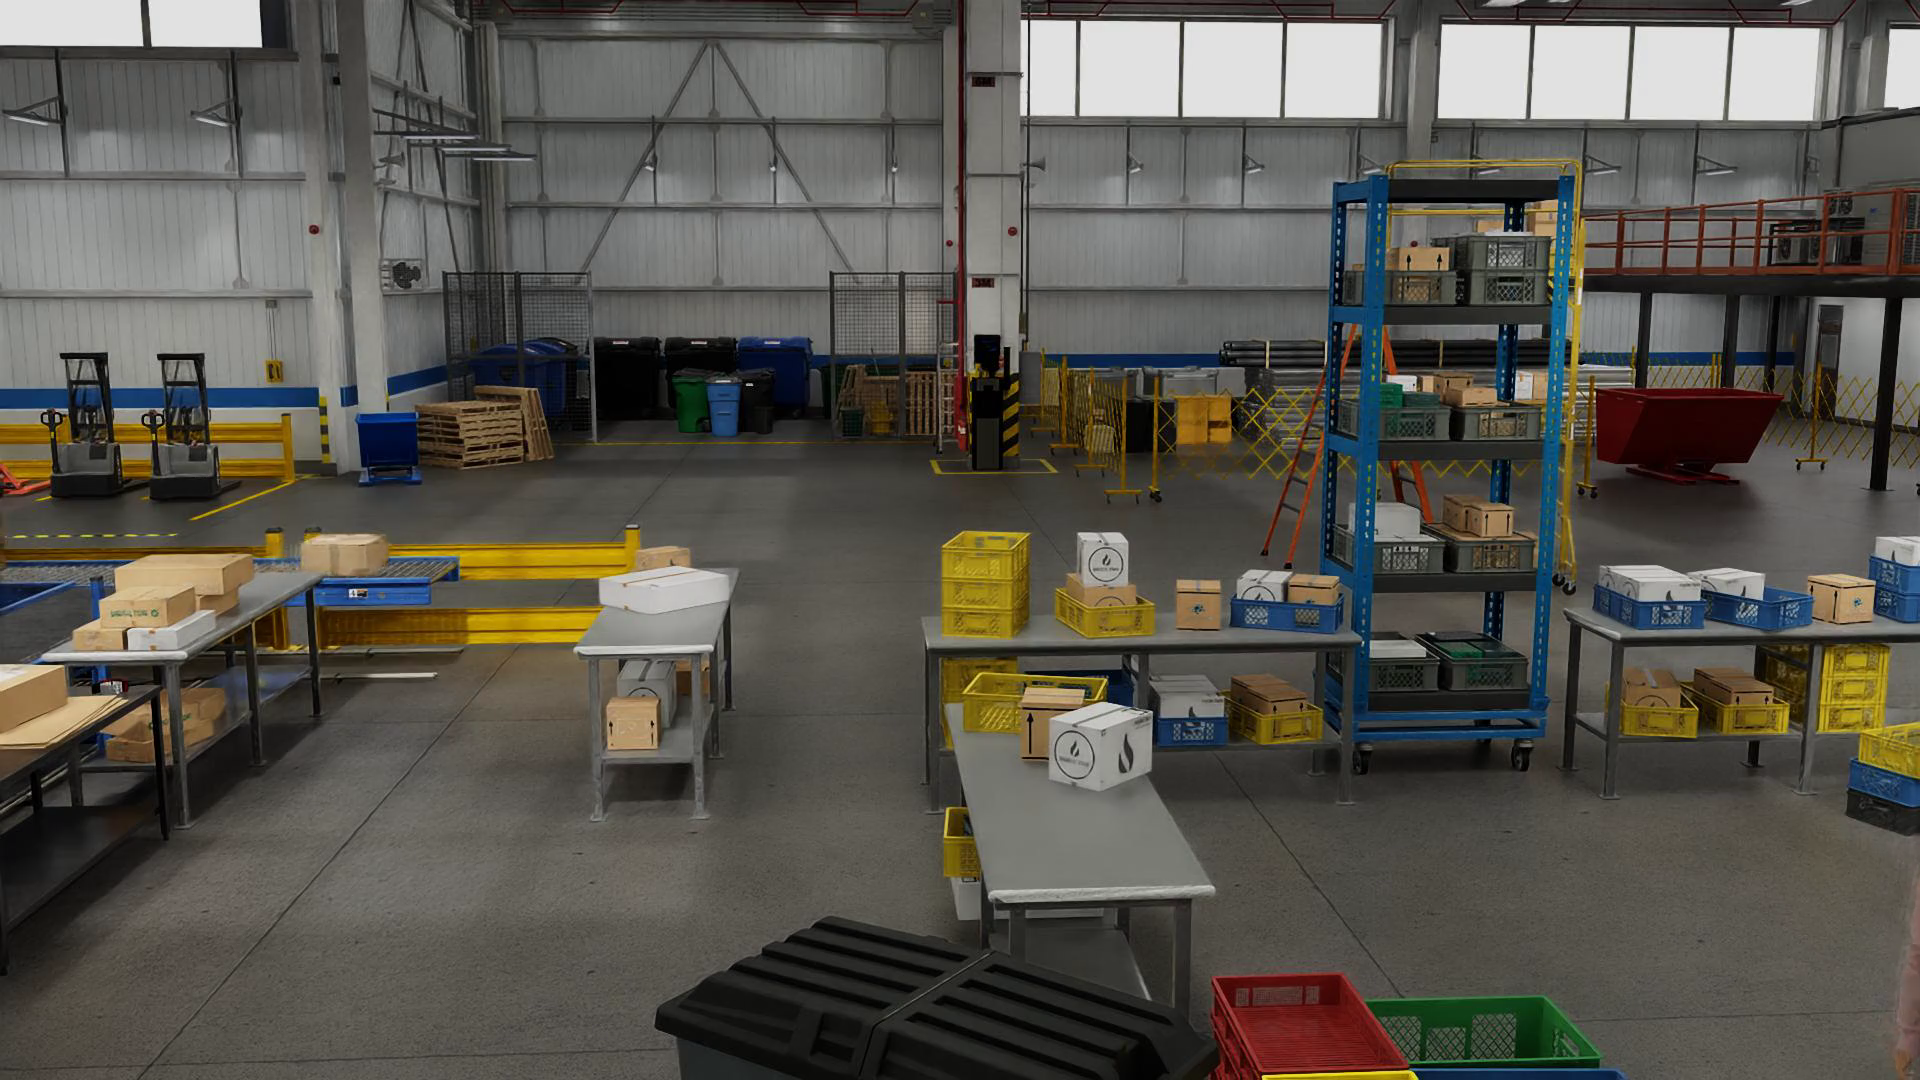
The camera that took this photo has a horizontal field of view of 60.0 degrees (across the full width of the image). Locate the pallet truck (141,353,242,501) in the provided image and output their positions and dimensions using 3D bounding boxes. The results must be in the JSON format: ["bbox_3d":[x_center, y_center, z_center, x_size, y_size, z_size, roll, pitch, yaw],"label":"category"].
[{"bbox_3d":[-10.520,-1.604,22.925,0.823,1.965,1.885,-1,9,-6],"label":"pallet truck"}]

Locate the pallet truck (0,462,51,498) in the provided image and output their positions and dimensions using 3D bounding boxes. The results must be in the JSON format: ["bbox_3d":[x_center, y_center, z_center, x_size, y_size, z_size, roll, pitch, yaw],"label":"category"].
[{"bbox_3d":[-13.193,-1.293,23.148,0.653,1.274,1.630,-1,9,-4],"label":"pallet truck"}]

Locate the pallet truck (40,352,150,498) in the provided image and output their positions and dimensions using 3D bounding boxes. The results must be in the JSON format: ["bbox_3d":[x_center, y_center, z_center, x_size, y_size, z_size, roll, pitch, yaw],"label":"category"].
[{"bbox_3d":[-11.907,-1.642,23.165,0.823,1.965,1.885,0,9,0],"label":"pallet truck"}]

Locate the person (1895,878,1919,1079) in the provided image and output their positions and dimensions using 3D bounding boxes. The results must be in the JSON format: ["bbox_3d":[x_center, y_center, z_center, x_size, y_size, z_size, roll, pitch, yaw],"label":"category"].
[{"bbox_3d":[2.947,1.445,4.591,0.548,1.724,0.852,1,9,6],"label":"person"}]
